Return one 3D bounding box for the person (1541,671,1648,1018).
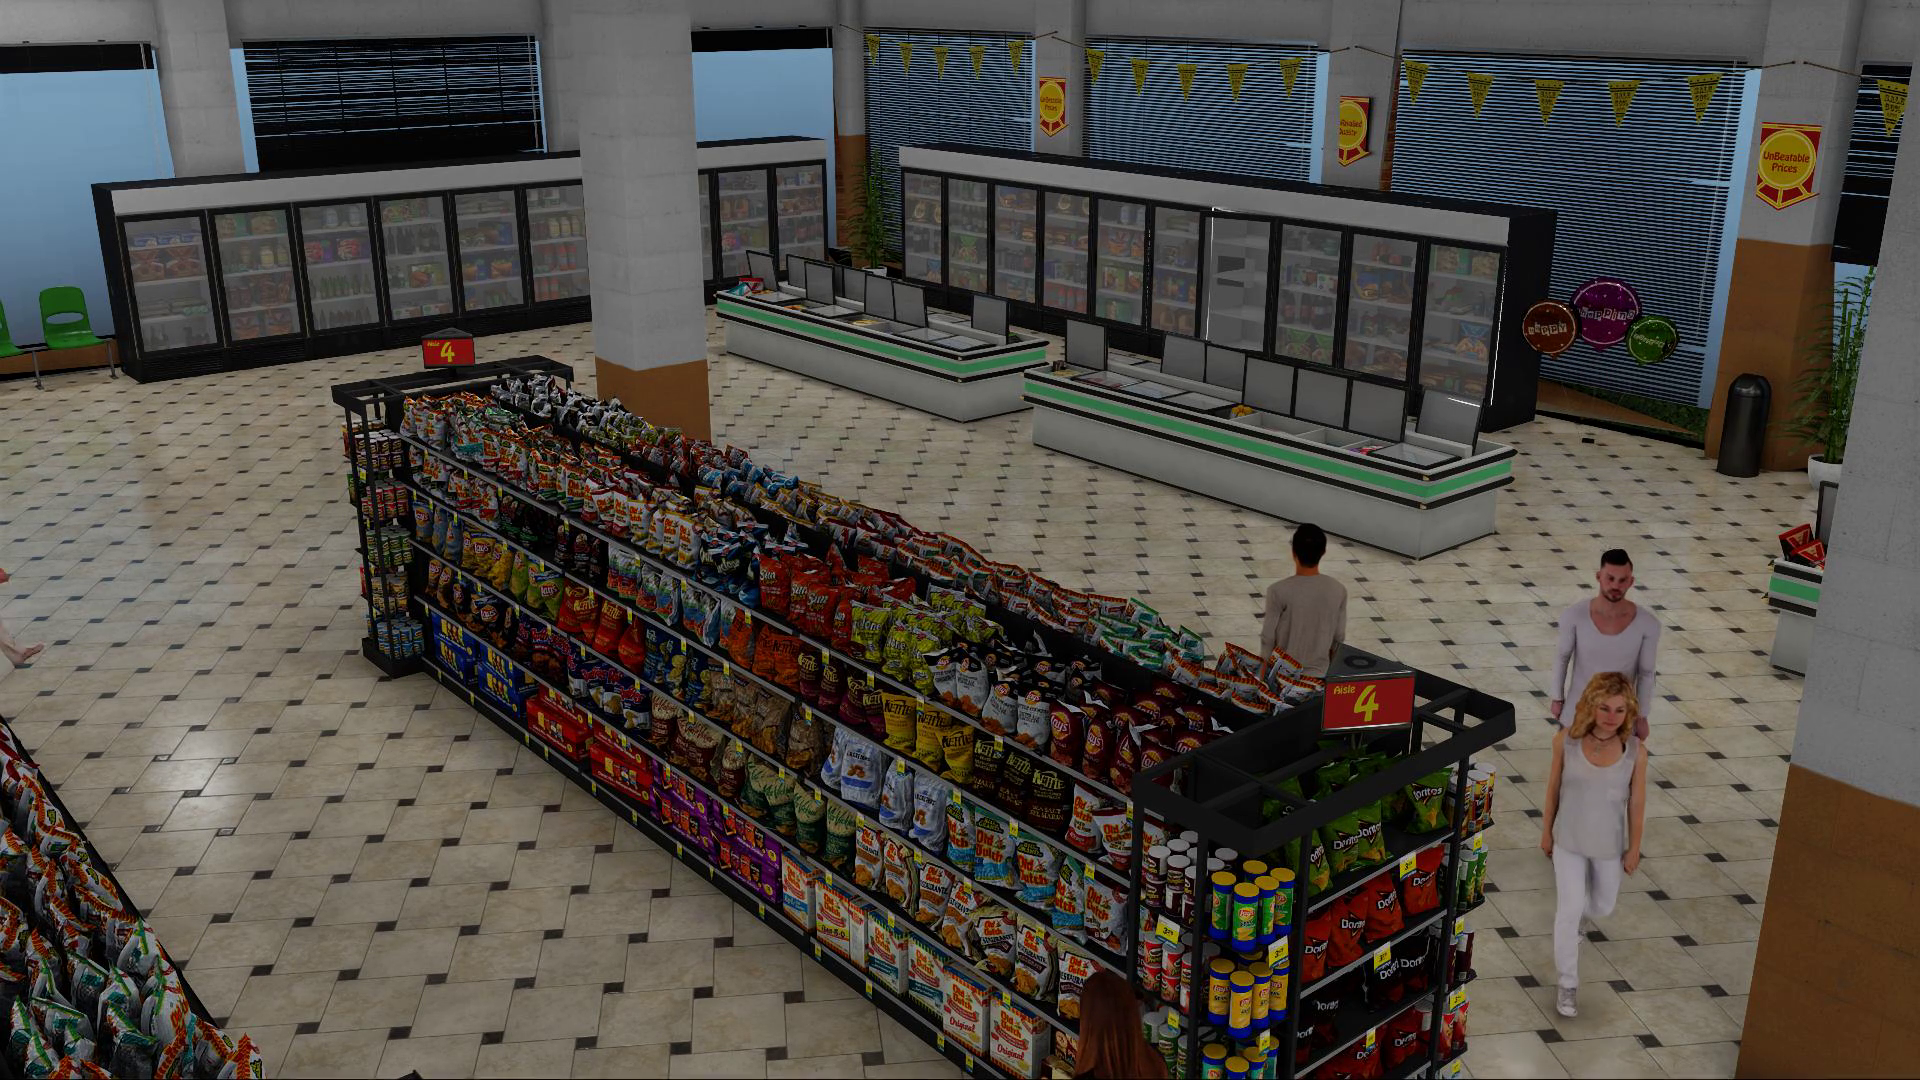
[{"bbox_3d":[2.968,1.368,7.841,1.015,1.649,0.966,6,20,18],"label":"person"}]

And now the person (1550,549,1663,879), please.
[{"bbox_3d":[3.442,0.897,8.958,0.871,1.828,0.919,7,20,19],"label":"person"}]

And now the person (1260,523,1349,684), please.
[{"bbox_3d":[1.913,0.786,9.318,0.705,1.809,0.696,-4,19,-10],"label":"person"}]

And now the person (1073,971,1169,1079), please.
[{"bbox_3d":[0.483,2.165,5.396,0.622,1.701,0.539,-18,25,-42],"label":"person"}]
